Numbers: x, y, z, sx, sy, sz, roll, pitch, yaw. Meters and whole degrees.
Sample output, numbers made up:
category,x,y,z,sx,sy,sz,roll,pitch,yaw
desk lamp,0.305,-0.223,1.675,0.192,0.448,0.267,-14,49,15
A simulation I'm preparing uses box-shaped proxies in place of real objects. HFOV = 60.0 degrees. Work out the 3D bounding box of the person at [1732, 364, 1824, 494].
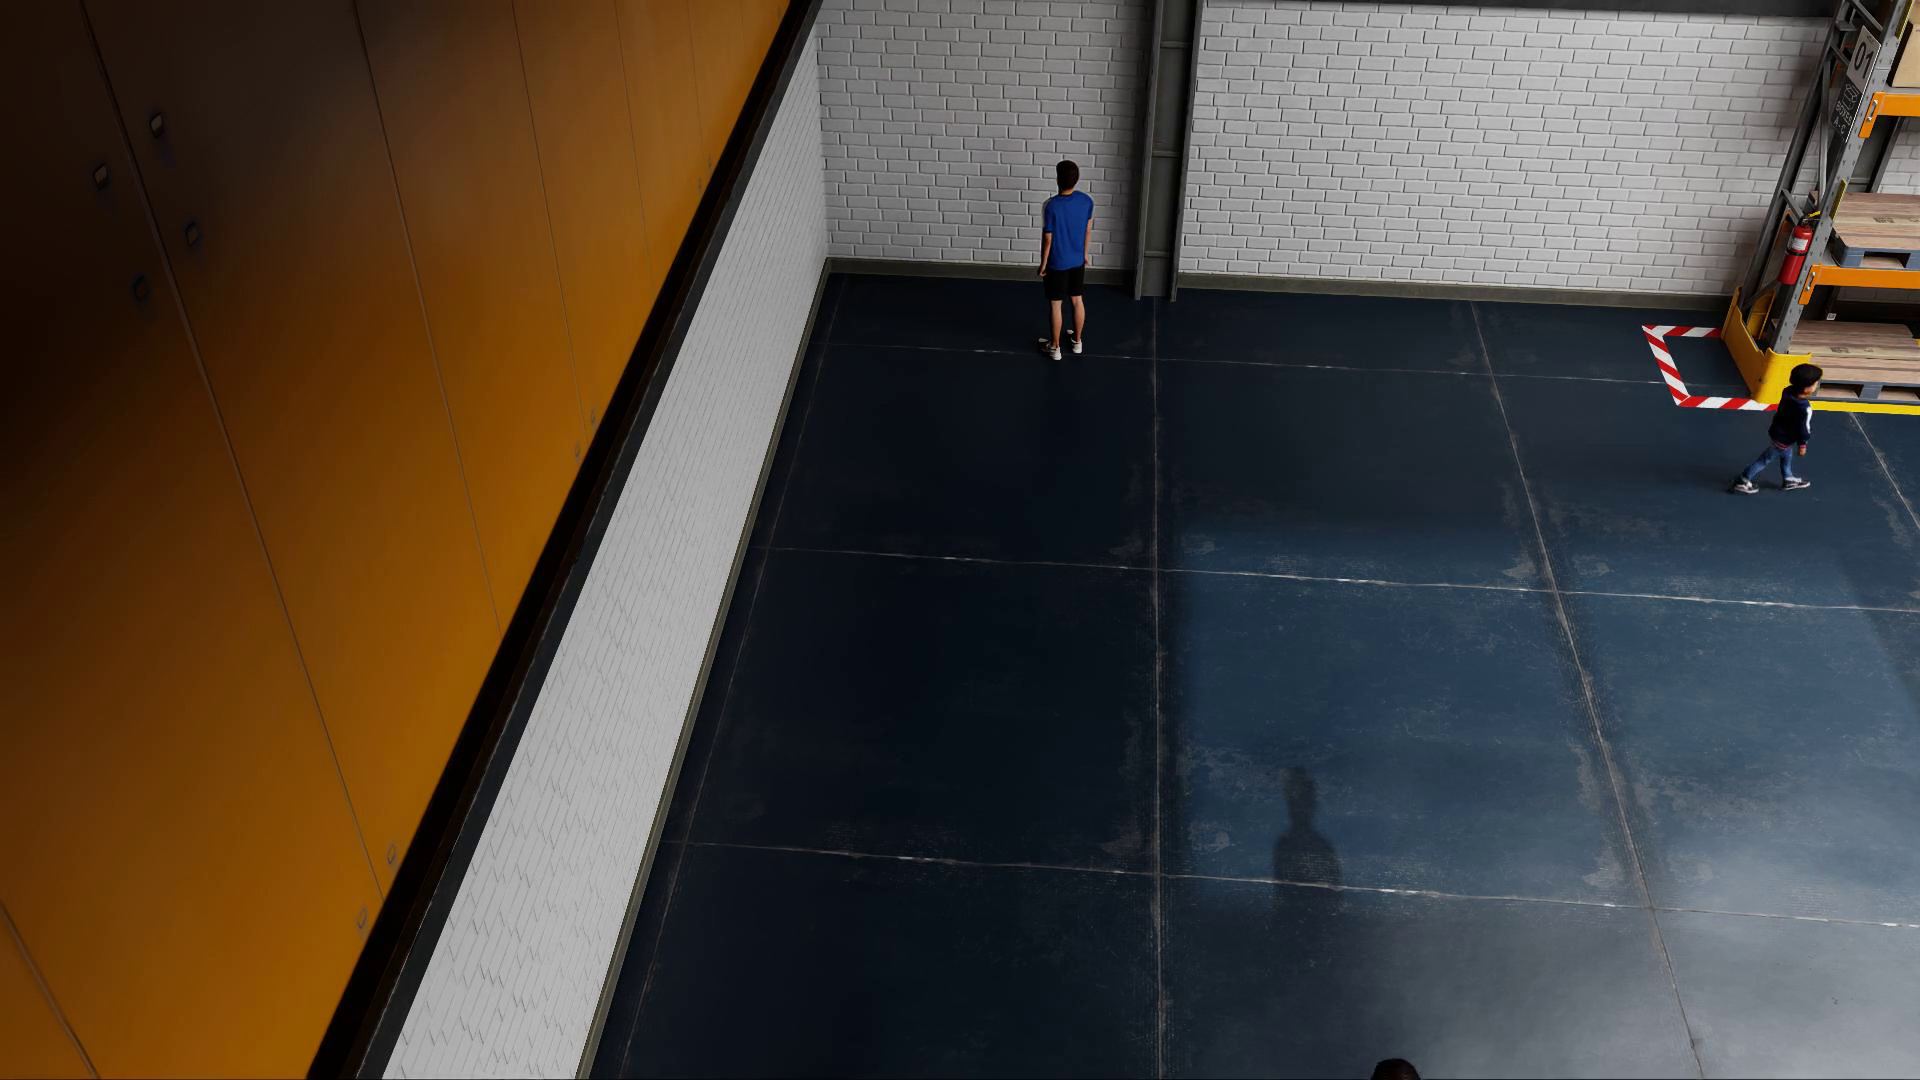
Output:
category,x,y,z,sx,sy,sz,roll,pitch,yaw
person,6.443,-0.843,13.093,0.830,1.192,0.538,2,39,2

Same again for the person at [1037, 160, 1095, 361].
category,x,y,z,sx,sy,sz,roll,pitch,yaw
person,0.921,-2.462,14.580,0.697,1.866,0.806,-16,41,-19
